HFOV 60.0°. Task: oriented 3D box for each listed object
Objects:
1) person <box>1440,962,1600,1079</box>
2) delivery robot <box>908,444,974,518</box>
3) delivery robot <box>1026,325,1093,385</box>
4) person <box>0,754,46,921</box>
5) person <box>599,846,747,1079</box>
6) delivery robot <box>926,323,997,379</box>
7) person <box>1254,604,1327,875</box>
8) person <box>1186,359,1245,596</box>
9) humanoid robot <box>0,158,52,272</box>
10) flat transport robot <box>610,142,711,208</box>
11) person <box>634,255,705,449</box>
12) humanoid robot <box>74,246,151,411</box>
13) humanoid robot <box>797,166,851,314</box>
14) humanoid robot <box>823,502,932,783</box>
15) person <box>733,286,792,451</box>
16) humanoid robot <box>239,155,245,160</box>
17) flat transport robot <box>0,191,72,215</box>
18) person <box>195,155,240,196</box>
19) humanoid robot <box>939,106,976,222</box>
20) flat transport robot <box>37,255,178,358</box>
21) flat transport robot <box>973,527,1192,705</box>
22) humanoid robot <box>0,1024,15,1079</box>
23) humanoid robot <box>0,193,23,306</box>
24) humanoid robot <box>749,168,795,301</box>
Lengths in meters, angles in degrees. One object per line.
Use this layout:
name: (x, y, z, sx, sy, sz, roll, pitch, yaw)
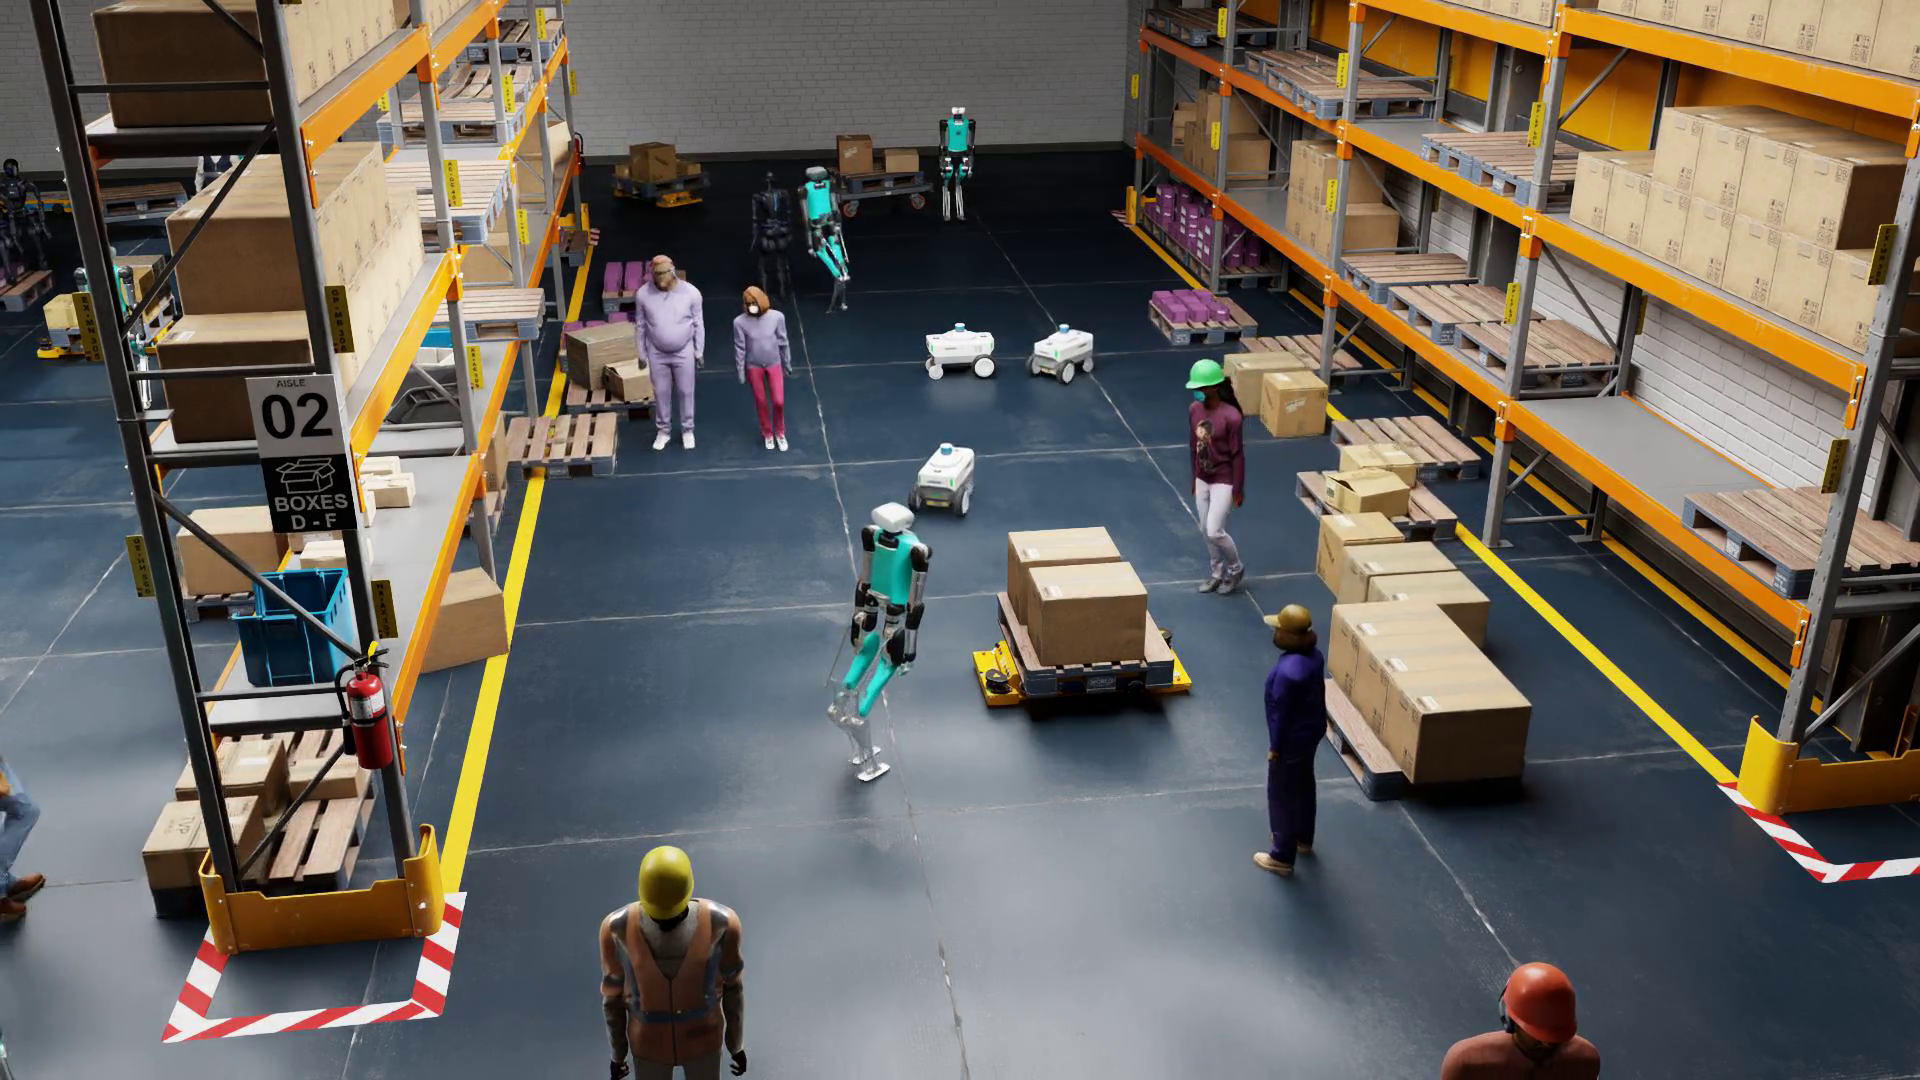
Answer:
person: (2.000, 2.380, 6.109, 0.610, 1.995, 0.376, -3, 24, -7)
delivery robot: (-0.126, -0.545, 14.552, 0.499, 0.586, 0.760, 7, 25, 15)
delivery robot: (1.113, -2.029, 17.907, 0.499, 0.564, 0.739, 18, 30, 36)
person: (-5.314, 1.149, 8.924, 0.649, 1.978, 0.425, 13, 27, 27)
person: (-1.172, 2.076, 6.898, 0.585, 1.917, 0.378, -3, 24, -7)
delivery robot: (0.001, -2.052, 17.962, 0.739, 0.566, 0.499, -3, 24, -8)
person: (1.862, 1.112, 9.480, 0.406, 1.603, 0.465, 14, 27, 28)
person: (1.923, -0.464, 12.689, 0.514, 1.914, 0.499, -18, 30, -35)
humanoid robot: (-11.796, -3.980, 20.980, 0.599, 1.653, 0.315, -3, 24, -8)
flat transport robot: (-4.736, -5.430, 26.048, 1.431, 0.231, 0.659, 22, 32, 40)
person: (-2.728, -1.755, 15.669, 0.662, 1.895, 0.405, 0, 24, -1)
humanoid robot: (-8.330, -2.133, 16.551, 0.533, 1.672, 0.735, -3, 24, -8)
humanoid robot: (-1.550, -3.547, 19.966, 0.577, 1.789, 0.680, -16, 28, -33)
humanoid robot: (-0.577, 0.668, 10.275, 0.534, 1.733, 0.773, 20, 31, 38)
person: (-1.848, -1.599, 15.637, 0.527, 1.607, 0.496, -3, 24, -7)
humanoid robot: (-11.118, -6.050, 25.474, 0.533, 1.672, 0.735, -3, 24, -8)
flat transport robot: (-14.014, -5.143, 25.394, 1.431, 0.231, 0.659, -3, 24, -8)
person: (-10.002, -4.730, 22.598, 0.762, 1.759, 0.432, -3, 24, -7)
humanoid robot: (-0.075, -5.512, 24.242, 0.533, 1.677, 0.735, -3, 24, -8)
flat transport robot: (-9.596, -2.273, 18.857, 1.431, 0.231, 0.659, -3, 24, -8)
flat transport robot: (0.846, 0.881, 11.670, 1.431, 0.231, 0.659, -3, 24, -8)
humanoid robot: (-4.398, 2.060, 7.168, 0.530, 1.781, 0.787, -9, 25, -20)
humanoid robot: (-11.799, -3.673, 20.307, 0.593, 1.658, 0.449, -7, 25, -17)
humanoid robot: (-2.308, -3.752, 20.463, 0.594, 1.647, 0.339, -15, 28, -31)
